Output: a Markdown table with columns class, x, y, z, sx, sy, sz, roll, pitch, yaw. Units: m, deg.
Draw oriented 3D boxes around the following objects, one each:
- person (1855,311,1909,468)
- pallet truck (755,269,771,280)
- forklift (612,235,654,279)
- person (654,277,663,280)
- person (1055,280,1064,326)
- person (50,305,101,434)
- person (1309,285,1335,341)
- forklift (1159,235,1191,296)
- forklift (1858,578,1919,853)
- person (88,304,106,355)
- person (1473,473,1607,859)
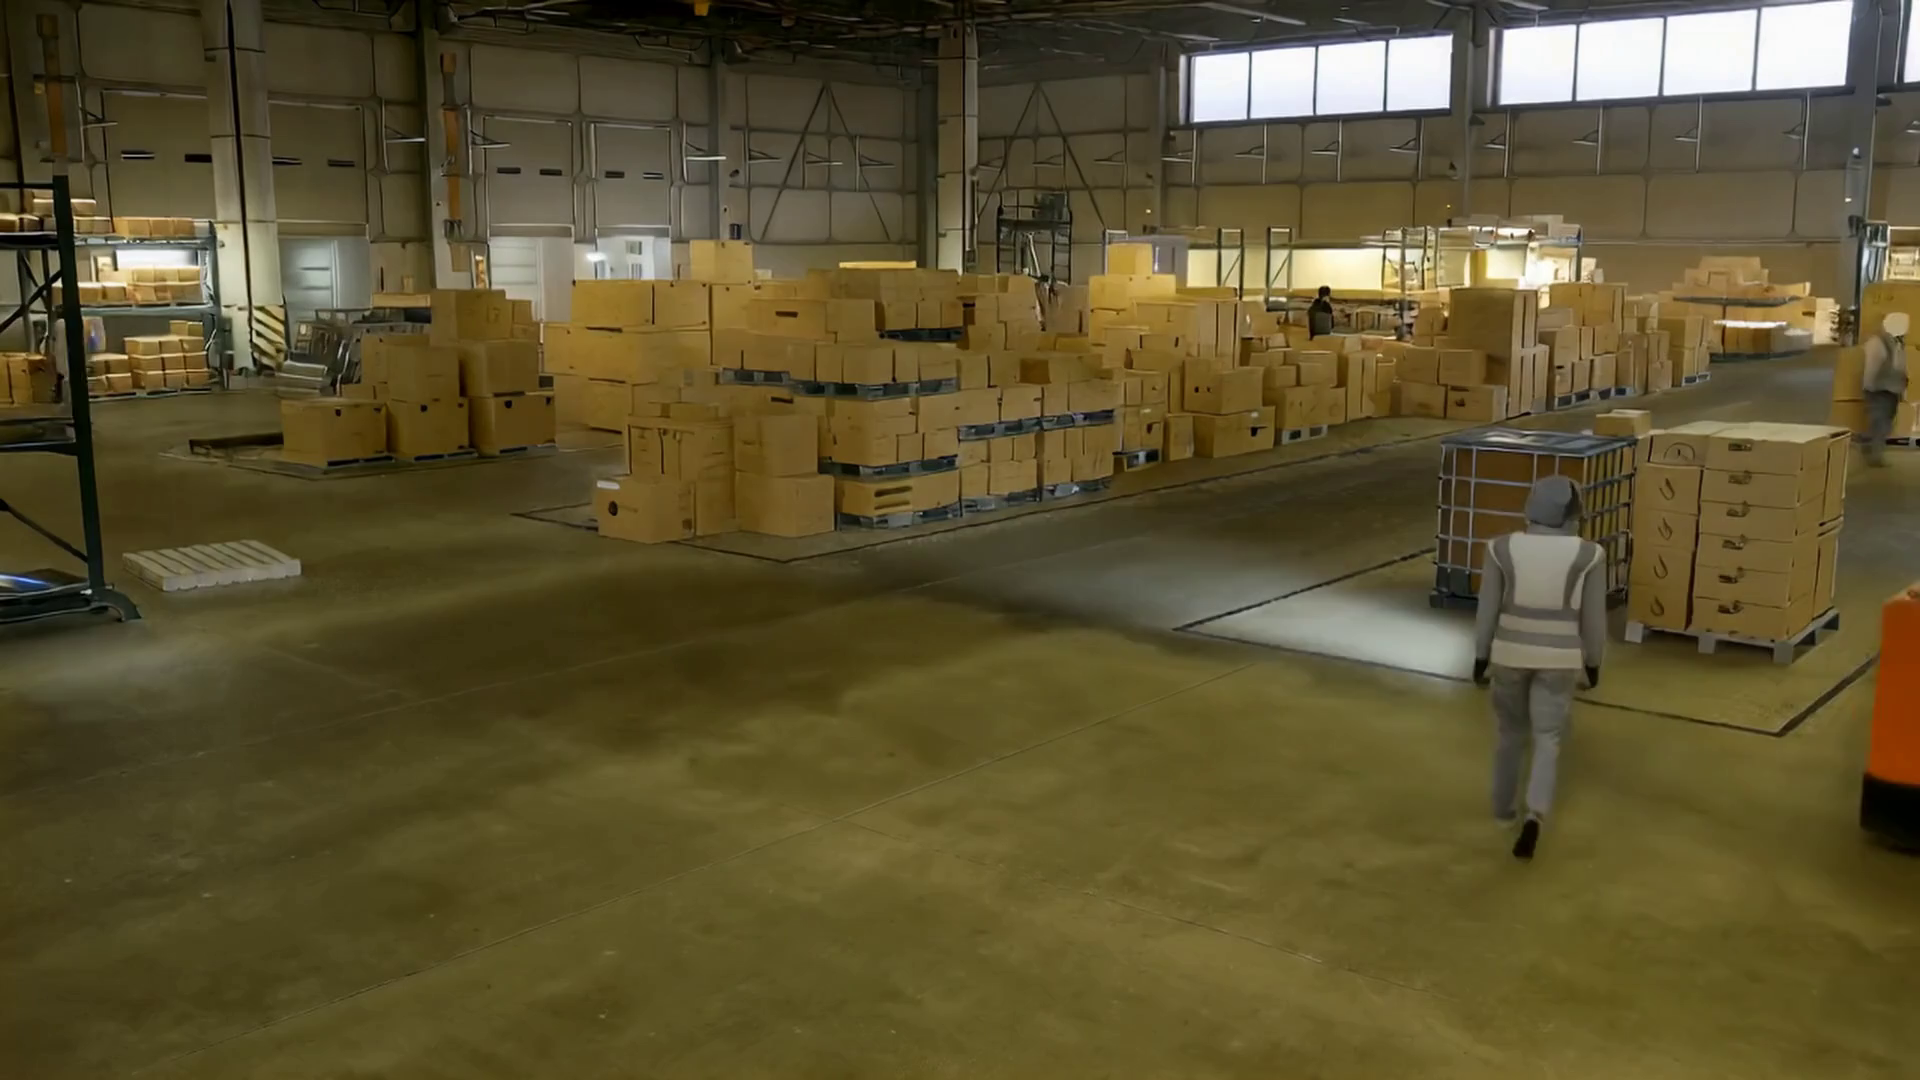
| class | x | y | z | sx | sy | sz | roll | pitch | yaw |
| --- | --- | --- | --- | --- | --- | --- | --- | --- | --- |
| person | 10.752 | -1.745 | 19.319 | 0.657 | 1.828 | 0.439 | -6 | 12 | -32 |
| pallet truck | -4.996 | -6.432 | 45.525 | 1.885 | 1.965 | 0.823 | -6 | 12 | -32 |
| forklift | -7.300 | -5.450 | 37.421 | 1.873 | 2.768 | 1.129 | 8 | 13 | 40 |
| person | -6.508 | -4.724 | 36.009 | 0.639 | 1.926 | 0.367 | -4 | 11 | -21 |
| person | 2.747 | -6.465 | 46.574 | 0.317 | 1.696 | 0.537 | -1 | 10 | -4 |
| person | -12.168 | -2.346 | 22.760 | 0.632 | 1.820 | 0.636 | -1 | 10 | -4 |
| person | 6.147 | -3.367 | 28.289 | 0.379 | 1.930 | 0.624 | 9 | 14 | 43 |
| forklift | 4.861 | -5.499 | 37.701 | 1.873 | 2.768 | 1.129 | 7 | 12 | 34 |
| forklift | 4.866 | -0.049 | 6.671 | 1.873 | 2.768 | 1.129 | 8 | 13 | 40 |
| person | -17.343 | -4.297 | 33.737 | 0.606 | 1.865 | 1.032 | 3 | 11 | 19 |
| person | 2.439 | 0.522 | 7.048 | 0.528 | 1.613 | 0.725 | 5 | 11 | 26 |
